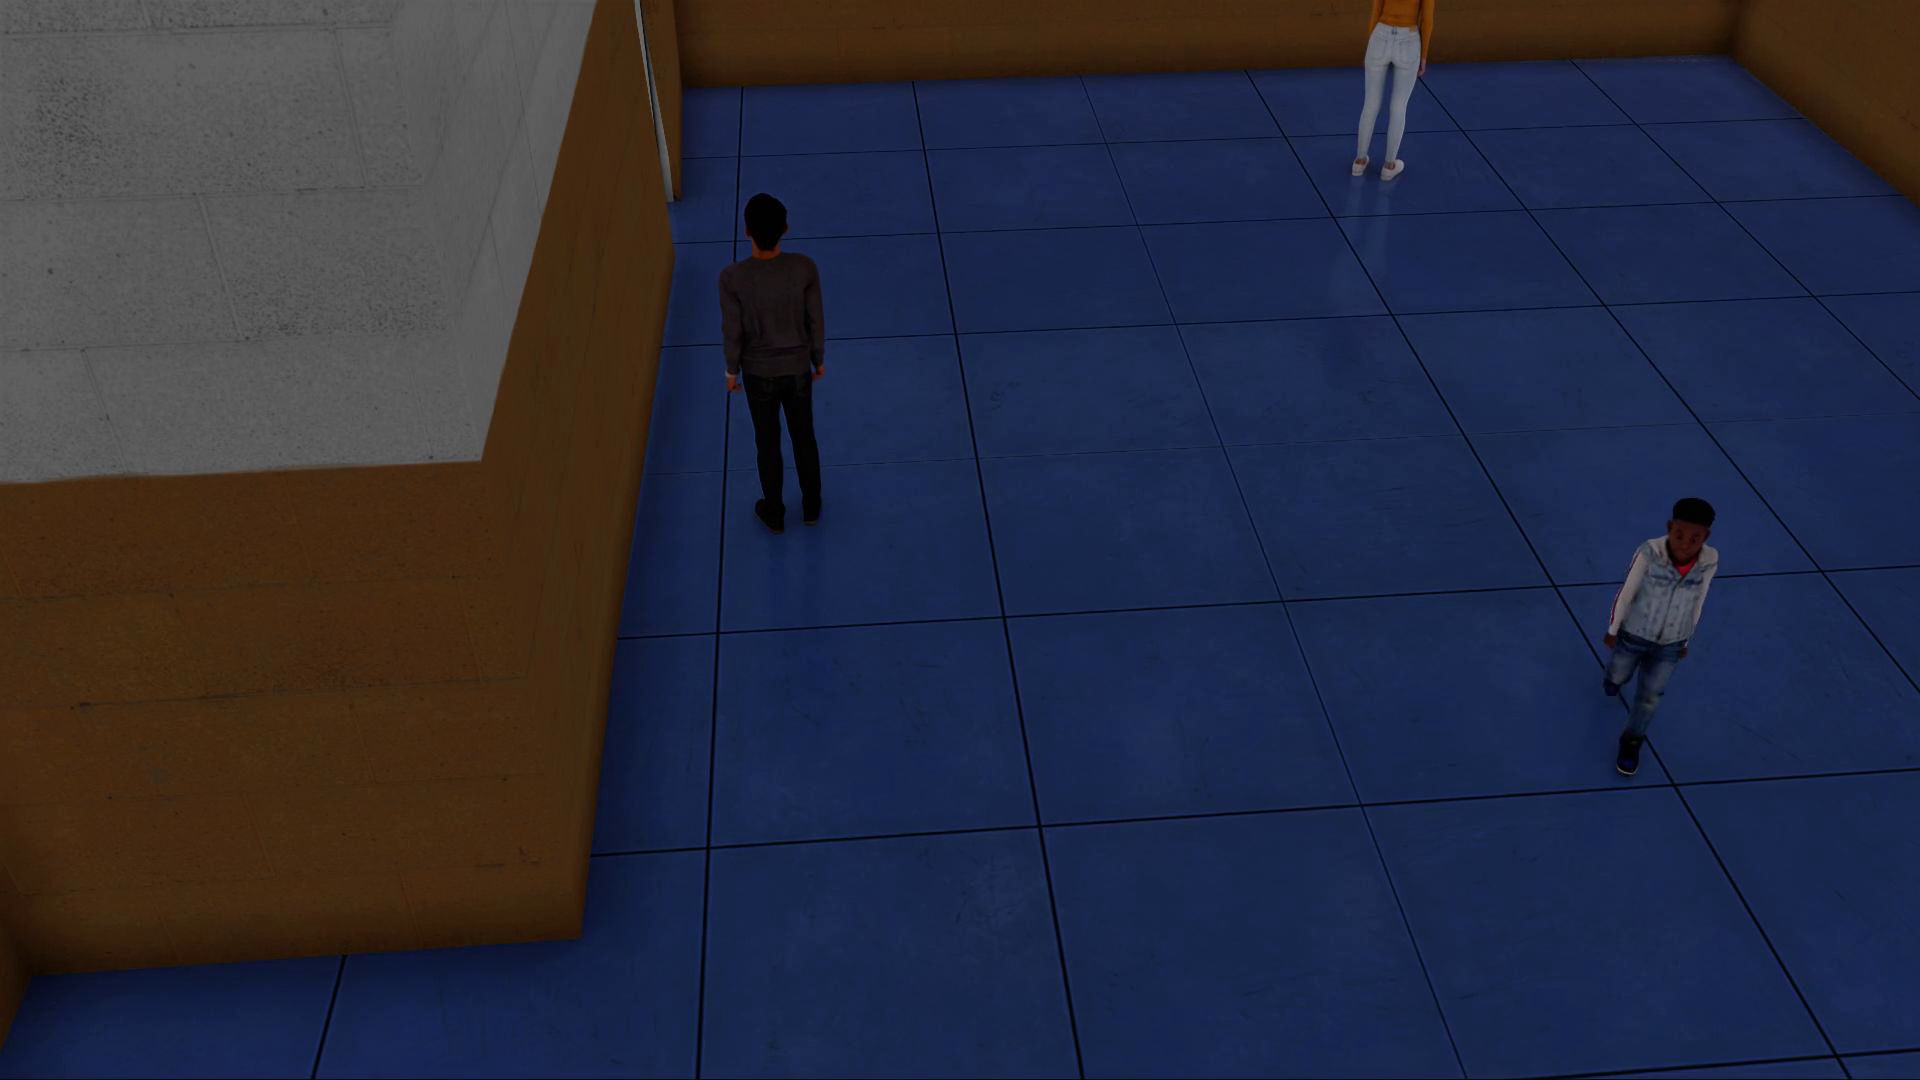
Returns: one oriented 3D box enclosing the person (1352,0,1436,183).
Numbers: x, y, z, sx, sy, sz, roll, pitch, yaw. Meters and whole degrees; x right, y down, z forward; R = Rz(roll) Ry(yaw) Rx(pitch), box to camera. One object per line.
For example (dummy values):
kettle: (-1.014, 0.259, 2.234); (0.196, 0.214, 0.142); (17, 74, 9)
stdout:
person: (2.925, -3.280, 11.189); (0.613, 1.749, 0.719); (13, 39, 17)

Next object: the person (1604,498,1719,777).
person: (2.846, 0.324, 6.806); (0.807, 1.247, 0.744); (12, 38, 15)

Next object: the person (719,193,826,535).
person: (-0.870, -0.812, 7.885); (0.548, 1.769, 0.746); (-29, 46, -33)
